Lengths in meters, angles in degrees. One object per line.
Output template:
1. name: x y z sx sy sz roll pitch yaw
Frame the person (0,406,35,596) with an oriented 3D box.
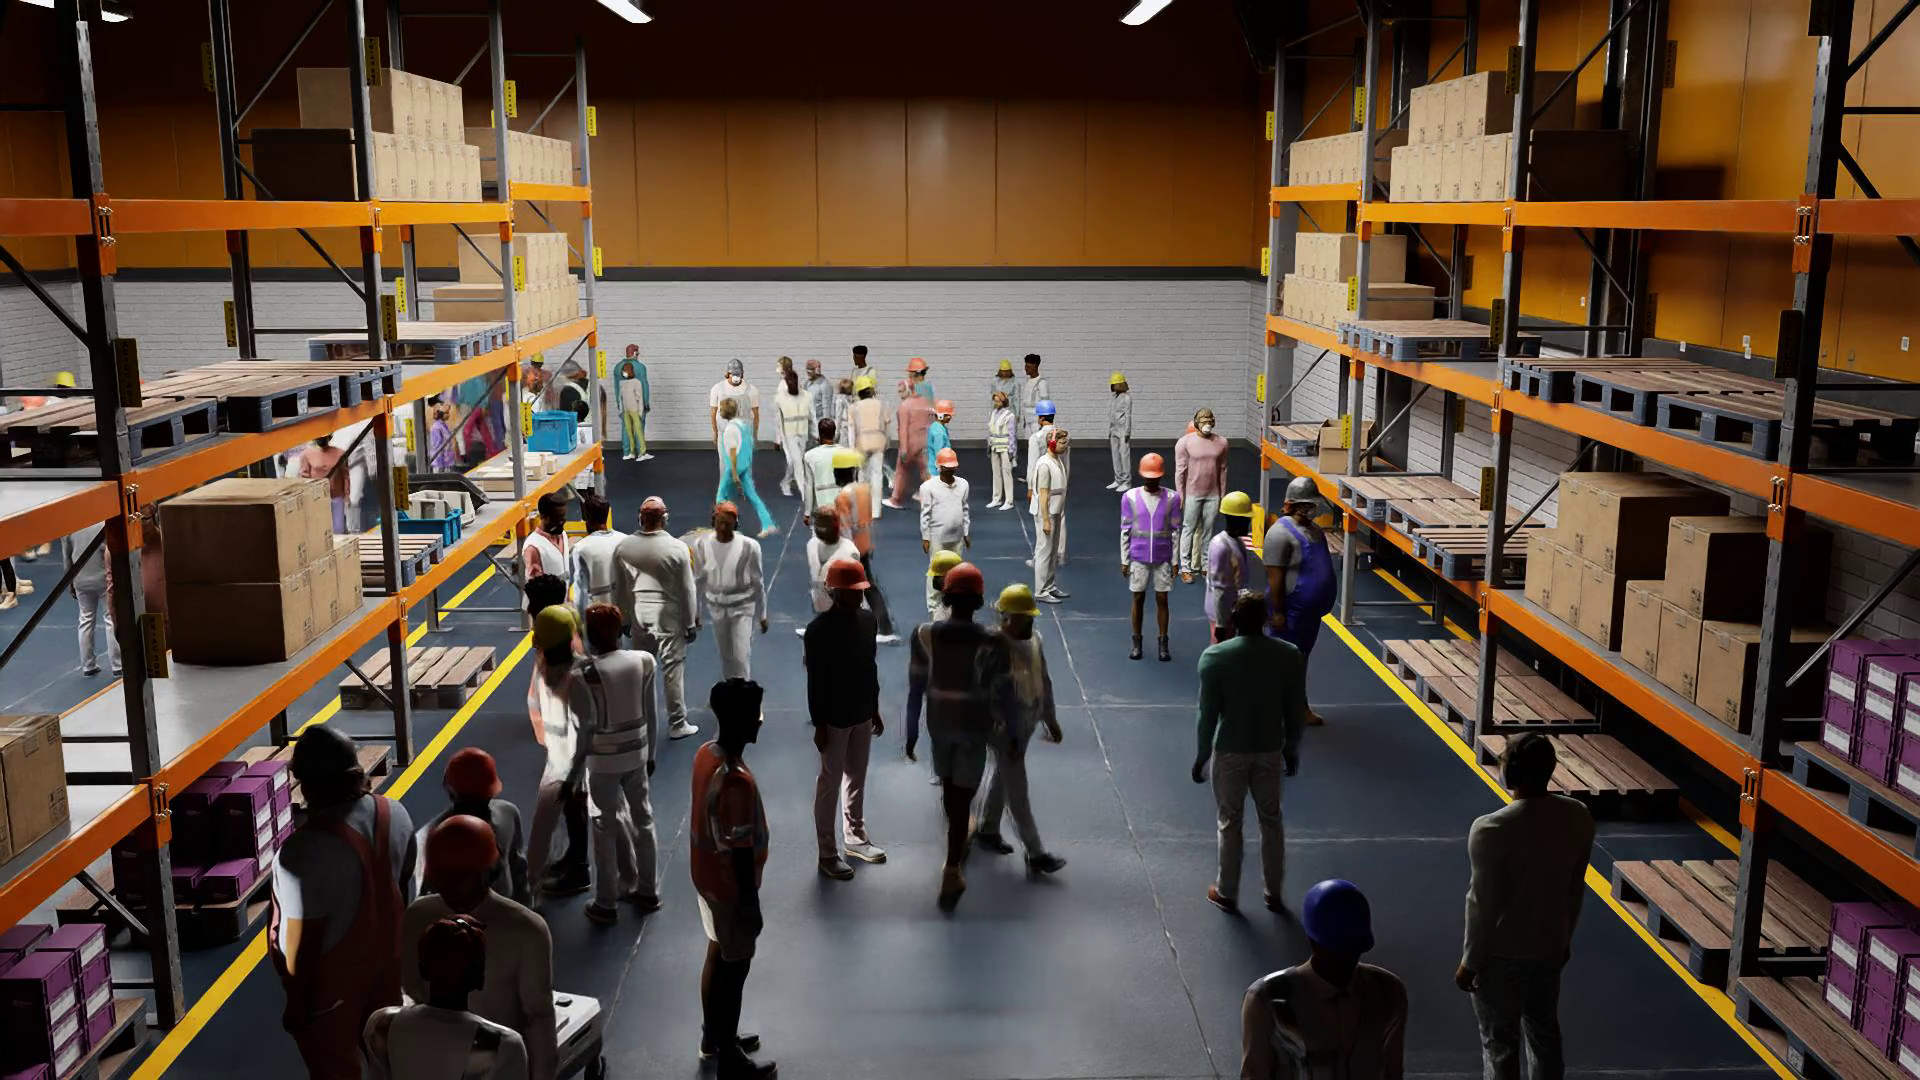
1. person: -10.193 -0.433 17.802 0.535 2.000 0.685 -8 14 -36

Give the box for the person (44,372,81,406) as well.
1. person: -12.289 -1.361 22.820 0.540 1.893 0.613 7 13 31

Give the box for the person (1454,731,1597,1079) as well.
1. person: 2.390 1.748 7.124 0.631 1.940 0.372 -5 13 -26

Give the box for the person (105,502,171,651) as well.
1. person: -6.277 0.612 12.940 0.636 1.900 0.399 -3 12 -16

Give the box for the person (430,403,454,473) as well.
1. person: -6.686 -0.964 21.499 0.316 1.631 0.517 -1 11 -5

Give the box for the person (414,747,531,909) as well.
1. person: -2.208 1.759 7.581 0.436 1.738 0.570 10 15 41

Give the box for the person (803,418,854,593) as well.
1. person: -1.384 -0.340 17.684 0.584 1.911 0.391 -7 13 -31

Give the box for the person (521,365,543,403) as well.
1. person: -6.285 -1.594 24.041 0.621 1.872 0.684 -4 12 -18

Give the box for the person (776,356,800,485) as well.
1. person: -2.552 -1.790 24.897 0.368 1.932 0.633 2 11 8

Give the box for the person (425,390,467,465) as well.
1. person: -6.879 -1.238 22.297 0.652 1.871 0.925 6 13 26

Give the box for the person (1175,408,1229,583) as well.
1. person: 2.670 -0.491 18.352 0.629 1.940 0.372 -3 12 -17

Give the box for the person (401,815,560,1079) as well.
1. person: -1.757 1.937 6.071 0.619 1.986 0.410 3 12 17

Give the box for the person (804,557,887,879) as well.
1. person: -0.703 1.081 10.329 0.377 1.995 0.612 8 14 36

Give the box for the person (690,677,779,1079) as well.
1. person: -1.075 1.595 7.845 0.374 1.958 0.607 -5 12 -23

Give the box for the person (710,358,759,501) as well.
1. person: -3.158 -1.553 23.421 0.680 2.000 0.535 -2 11 -10

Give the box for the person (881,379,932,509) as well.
1. person: -0.636 -1.274 22.542 1.039 1.839 0.699 10 15 40

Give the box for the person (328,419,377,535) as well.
1. person: -7.467 -0.824 20.161 0.684 1.878 0.662 3 12 14

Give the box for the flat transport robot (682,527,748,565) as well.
1. flat transport robot: -2.999 0.070 19.733 0.652 0.197 1.431 1 11 7

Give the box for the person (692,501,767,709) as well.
1. person: -1.851 0.567 13.342 0.638 1.844 0.724 3 12 17

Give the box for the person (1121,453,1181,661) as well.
1. person: 1.733 0.156 15.160 0.547 1.925 0.391 1 11 4

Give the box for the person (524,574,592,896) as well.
1. person: -2.401 1.161 10.005 0.369 1.963 0.608 -2 11 -9

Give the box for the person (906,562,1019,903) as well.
1. person: 0.043 1.117 10.151 0.637 1.988 1.032 3 12 17

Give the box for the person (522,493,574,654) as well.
1. person: -3.241 0.565 13.146 0.410 1.908 0.598 2 11 10

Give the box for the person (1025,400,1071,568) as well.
1. person: 1.007 -0.642 19.110 0.611 1.938 0.412 -9 14 -38

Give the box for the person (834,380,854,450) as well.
1. person: -1.747 -1.579 24.662 0.507 1.605 0.557 2 12 12

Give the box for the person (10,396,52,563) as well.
1. person: -10.831 -0.741 19.470 0.637 1.987 0.920 -4 12 -18

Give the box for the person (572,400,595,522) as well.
1. person: -4.801 -0.933 21.176 0.318 1.696 0.536 3 12 15

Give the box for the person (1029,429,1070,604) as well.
1. person: 0.937 -0.256 17.438 0.393 1.836 0.560 4 12 18

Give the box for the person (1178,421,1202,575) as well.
1. person: 2.678 -0.485 18.827 0.354 1.737 0.577 6 13 27

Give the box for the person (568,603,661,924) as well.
1. person: -1.994 1.284 9.615 0.581 1.879 0.344 -10 15 -41

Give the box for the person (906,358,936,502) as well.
1. person: -0.556 -1.559 23.485 0.441 2.029 0.612 3 12 12

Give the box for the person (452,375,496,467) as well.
1. person: -7.887 -2.137 26.547 0.963 1.949 0.611 -5 12 -25

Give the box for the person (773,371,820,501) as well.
1. person: -2.347 -1.487 23.544 0.626 1.861 0.989 -7 13 -32

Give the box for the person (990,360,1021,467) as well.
1. person: 0.729 -2.019 26.559 0.493 1.731 0.393 3 12 15
